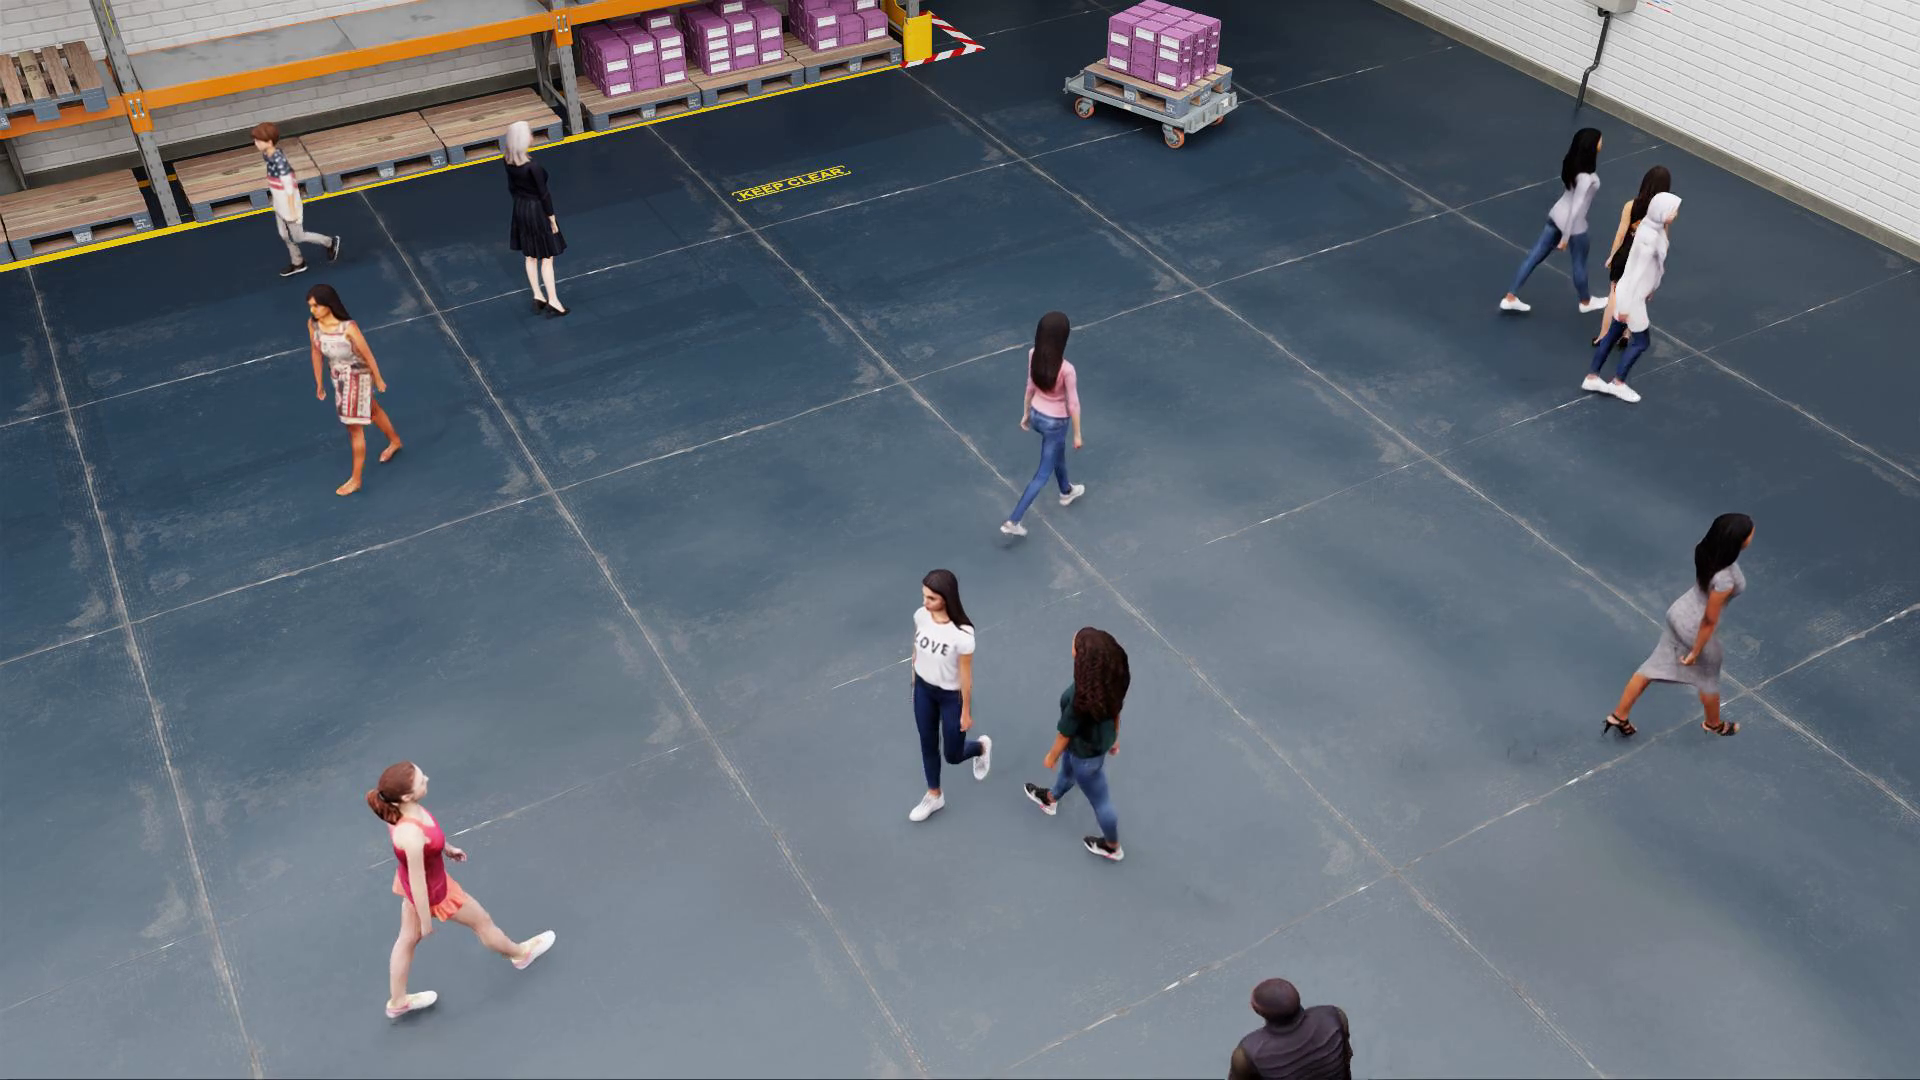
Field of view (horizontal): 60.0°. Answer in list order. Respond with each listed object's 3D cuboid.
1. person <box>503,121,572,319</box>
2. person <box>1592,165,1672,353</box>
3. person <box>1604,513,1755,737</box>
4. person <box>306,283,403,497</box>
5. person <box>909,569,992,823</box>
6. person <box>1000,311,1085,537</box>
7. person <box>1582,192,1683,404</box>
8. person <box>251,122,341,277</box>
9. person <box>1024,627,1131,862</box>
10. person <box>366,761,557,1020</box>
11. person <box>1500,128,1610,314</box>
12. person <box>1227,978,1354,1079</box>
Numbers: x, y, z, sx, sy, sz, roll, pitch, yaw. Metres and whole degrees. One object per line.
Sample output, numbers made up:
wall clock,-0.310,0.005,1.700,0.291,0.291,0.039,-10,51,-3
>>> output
person,-3.571,-2.692,13.979,0.690,1.747,0.703,23,44,26
person,5.487,-2.271,13.530,0.597,1.650,0.683,5,39,6
person,4.258,0.563,9.906,1.129,1.744,0.889,-3,39,-4
person,-4.413,-1.211,12.239,0.986,1.605,1.114,14,41,17
person,-0.046,0.860,9.517,0.789,1.766,0.964,27,46,30
person,0.567,-0.775,11.613,1.187,1.704,0.815,-31,48,-33
person,5.154,-1.908,12.984,0.855,1.763,0.791,13,40,16
person,-5.859,-2.995,14.619,0.824,1.423,0.615,-28,46,-30
person,0.788,1.188,9.249,0.905,1.587,0.993,23,44,26
person,-2.764,1.796,8.396,1.165,1.702,0.626,-24,45,-27
person,4.986,-2.625,13.945,1.239,1.685,0.955,-3,39,-4
person,1.510,2.532,7.387,0.625,1.811,0.896,-1,39,-1
